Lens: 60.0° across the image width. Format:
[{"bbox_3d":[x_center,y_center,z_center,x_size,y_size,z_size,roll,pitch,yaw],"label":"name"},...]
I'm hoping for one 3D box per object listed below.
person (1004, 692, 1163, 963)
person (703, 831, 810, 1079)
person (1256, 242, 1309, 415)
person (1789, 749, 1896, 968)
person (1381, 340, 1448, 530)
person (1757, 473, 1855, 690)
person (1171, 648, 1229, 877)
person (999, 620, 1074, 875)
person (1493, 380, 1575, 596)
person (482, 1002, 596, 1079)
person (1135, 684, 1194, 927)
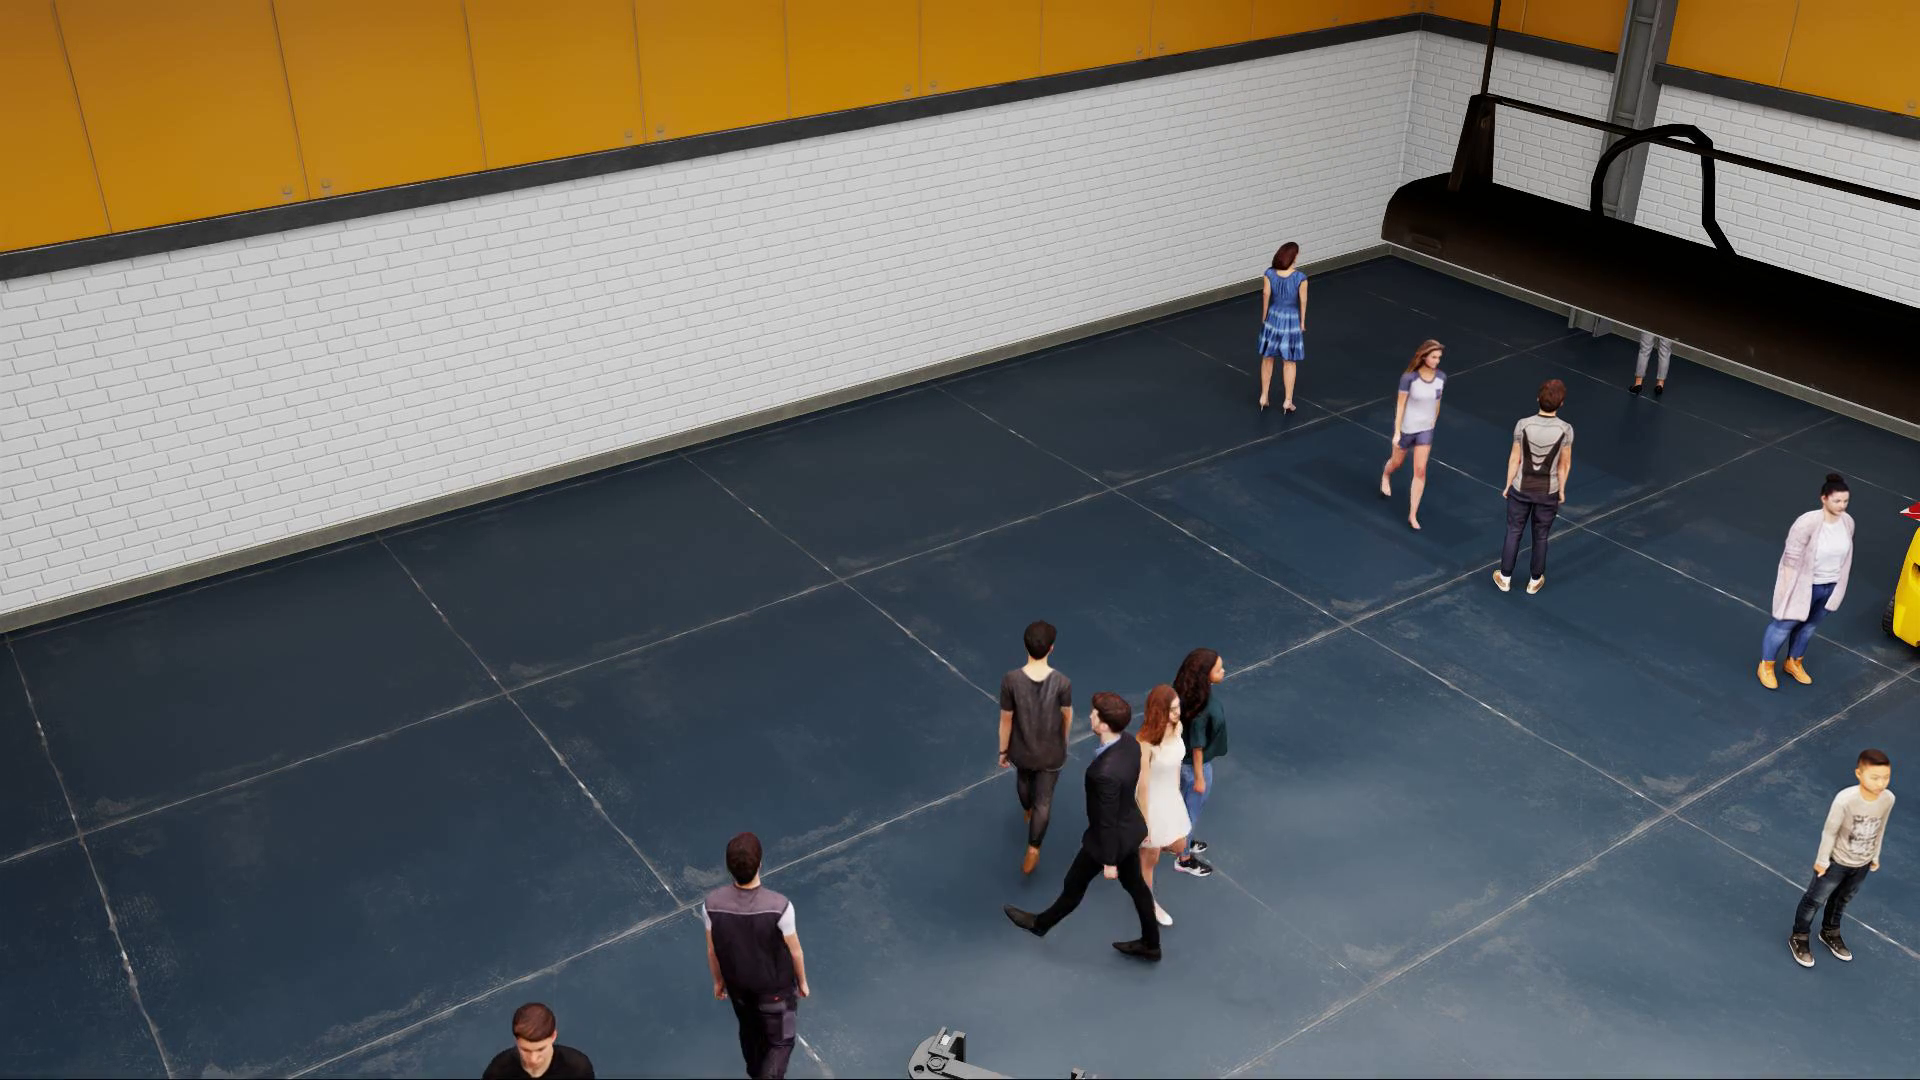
[{"bbox_3d":[0.971,1.746,9.735,1.312,1.834,1.096,11,31,20],"label":"person"},{"bbox_3d":[-1.062,2.342,8.644,1.066,1.832,1.114,5,29,9],"label":"person"},{"bbox_3d":[3.284,-2.155,16.914,0.681,1.807,0.814,14,32,24],"label":"person"},{"bbox_3d":[5.273,1.870,9.893,0.630,1.464,0.627,-5,29,-9],"label":"person"},{"bbox_3d":[4.039,-1.012,14.936,0.993,1.695,1.175,-1,29,-2],"label":"person"},{"bbox_3d":[6.369,0.301,12.478,0.781,1.743,0.768,-6,29,-10],"label":"person"},{"bbox_3d":[1.498,1.394,10.607,0.774,1.617,0.701,1,29,2],"label":"person"},{"bbox_3d":[0.488,1.353,10.623,1.091,1.673,1.090,7,29,12],"label":"person"},{"bbox_3d":[4.727,-0.433,13.664,0.710,1.897,0.791,8,30,14],"label":"person"},{"bbox_3d":[-1.919,2.811,7.803,1.111,1.813,1.308,-1,29,-2],"label":"person"},{"bbox_3d":[1.138,1.577,10.183,0.586,1.702,0.732,-21,35,-34],"label":"person"}]
